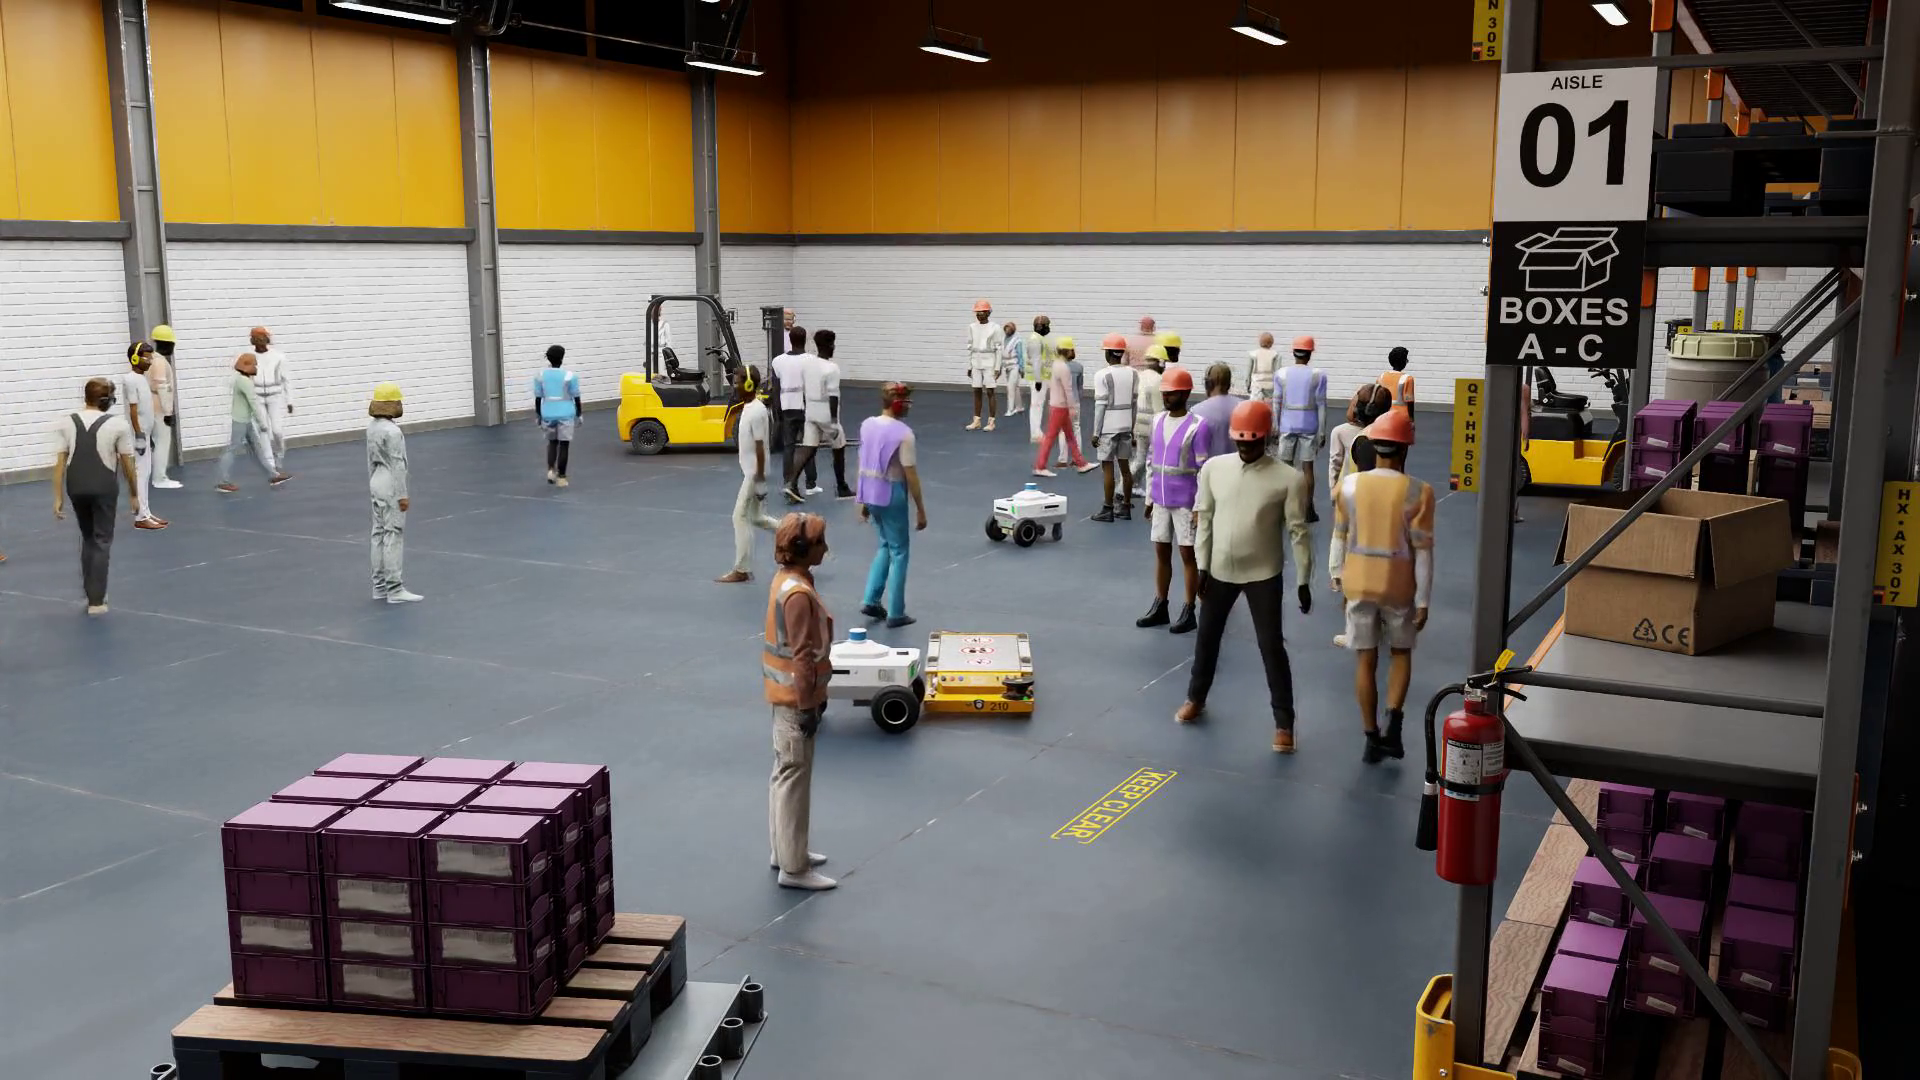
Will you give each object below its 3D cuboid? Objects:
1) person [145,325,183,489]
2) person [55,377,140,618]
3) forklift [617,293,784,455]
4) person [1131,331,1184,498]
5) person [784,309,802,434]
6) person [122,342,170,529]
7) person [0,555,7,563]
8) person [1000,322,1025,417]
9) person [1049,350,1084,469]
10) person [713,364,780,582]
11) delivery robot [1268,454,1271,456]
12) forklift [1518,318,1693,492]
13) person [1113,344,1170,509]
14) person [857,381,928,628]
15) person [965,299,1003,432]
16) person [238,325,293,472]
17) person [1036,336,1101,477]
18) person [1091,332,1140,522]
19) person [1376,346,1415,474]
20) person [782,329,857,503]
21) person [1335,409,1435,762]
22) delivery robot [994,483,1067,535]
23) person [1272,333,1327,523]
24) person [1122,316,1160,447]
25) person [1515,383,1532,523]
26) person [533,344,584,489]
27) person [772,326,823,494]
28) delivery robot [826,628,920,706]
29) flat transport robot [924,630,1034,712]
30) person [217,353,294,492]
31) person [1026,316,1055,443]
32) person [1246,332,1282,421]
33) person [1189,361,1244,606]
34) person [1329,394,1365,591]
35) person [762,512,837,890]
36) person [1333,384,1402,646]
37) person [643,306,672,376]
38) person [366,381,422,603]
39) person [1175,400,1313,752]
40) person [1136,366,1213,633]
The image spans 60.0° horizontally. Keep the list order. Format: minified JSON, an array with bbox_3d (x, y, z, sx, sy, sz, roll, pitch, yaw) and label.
[{"bbox_3d":[-9.310,-1.553,19.468,0.437,1.912,0.591,-5,11,-27],"label":"person"},{"bbox_3d":[-6.554,-0.327,12.643,0.524,1.800,0.693,-1,10,-7],"label":"person"},{"bbox_3d":[-3.588,-2.317,23.042,2.313,2.155,1.214,-1,10,-5],"label":"forklift"},{"bbox_3d":[2.299,-1.401,18.672,0.974,1.880,0.601,-4,11,-23],"label":"person"},{"bbox_3d":[-2.606,-2.534,25.152,0.636,1.902,0.406,-6,12,-32],"label":"person"},{"bbox_3d":[-8.146,-1.038,16.602,0.328,1.865,0.518,-3,10,-17],"label":"person"},{"bbox_3d":[-8.764,-0.742,14.663,0.627,1.941,0.371,9,13,42],"label":"person"},{"bbox_3d":[0.928,-2.894,28.142,0.718,1.588,0.556,-8,12,-38],"label":"person"},{"bbox_3d":[1.359,-1.727,21.248,0.498,1.634,0.284,-6,12,-32],"label":"person"},{"bbox_3d":[-1.653,-0.557,13.910,0.791,1.845,0.513,-1,10,-8],"label":"person"},{"bbox_3d":[3.319,-0.686,18.047,0.477,0.478,0.707,2,9,11],"label":"delivery robot"},{"bbox_3d":[7.066,-1.601,18.899,2.313,2.155,1.214,5,11,27],"label":"forklift"},{"bbox_3d":[2.036,-1.205,17.824,0.861,1.788,0.615,-4,11,-21],"label":"person"},{"bbox_3d":[-0.512,-0.254,12.174,0.451,1.821,0.585,-8,12,-37],"label":"person"},{"bbox_3d":[0.359,-2.687,25.622,0.609,2.044,0.393,7,12,35],"label":"person"},{"bbox_3d":[-8.595,-1.727,20.605,0.588,1.863,0.486,-4,11,-21],"label":"person"},{"bbox_3d":[1.333,-1.625,20.378,0.881,1.718,0.553,-1,10,-7],"label":"person"},{"bbox_3d":[1.570,-1.148,17.017,0.545,1.939,0.354,-7,12,-35],"label":"person"},{"bbox_3d":[4.919,-1.332,18.781,0.319,1.697,0.533,-7,12,-35],"label":"person"},{"bbox_3d":[-1.553,-1.360,18.299,0.609,1.934,0.967,9,13,42],"label":"person"},{"bbox_3d":[2.268,0.260,8.949,0.539,1.916,0.454,4,11,23],"label":"person"},{"bbox_3d":[0.677,-0.297,15.822,0.707,0.478,0.477,-7,12,-36],"label":"delivery robot"},{"bbox_3d":[3.470,-1.142,16.992,0.551,1.932,0.378,4,11,21],"label":"person"},{"bbox_3d":[2.631,-2.267,23.779,0.654,1.856,1.026,2,10,12],"label":"person"},{"bbox_3d":[5.563,-1.057,16.997,0.532,1.765,0.328,6,12,33],"label":"person"},{"bbox_3d":[-4.681,-1.445,19.463,0.548,1.679,0.414,1,10,6],"label":"person"},{"bbox_3d":[-1.837,-1.468,18.925,0.593,1.920,0.391,2,10,11],"label":"person"},{"bbox_3d":[-0.594,0.759,9.707,0.707,0.478,0.477,0,10,3],"label":"delivery robot"},{"bbox_3d":[0.120,0.809,10.510,0.652,0.197,1.431,0,10,1],"label":"flat transport robot"},{"bbox_3d":[-8.208,-1.356,19.232,0.897,1.587,0.514,-5,11,-28],"label":"person"},{"bbox_3d":[1.176,-2.333,24.189,0.429,1.841,0.638,1,10,7],"label":"person"},{"bbox_3d":[4.427,-2.234,24.273,0.509,1.600,0.820,2,10,10],"label":"person"},{"bbox_3d":[1.970,-0.419,12.833,0.642,1.921,0.434,-5,11,-27],"label":"person"},{"bbox_3d":[3.243,-0.395,13.541,0.502,1.631,0.286,-2,10,-10],"label":"person"},{"bbox_3d":[-0.702,0.692,7.239,0.310,1.636,0.522,-2,10,-12],"label":"person"},{"bbox_3d":[2.852,-0.172,11.641,0.429,1.847,0.627,6,11,29],"label":"person"},{"bbox_3d":[-5.184,-3.088,28.408,0.584,1.882,0.345,6,11,30],"label":"person"},{"bbox_3d":[-4.487,-0.379,13.131,0.320,1.742,0.492,-9,13,-41],"label":"person"},{"bbox_3d":[1.603,0.171,9.382,0.767,1.959,0.531,6,11,30],"label":"person"},{"bbox_3d":[1.553,-0.294,12.073,0.542,1.939,0.363,10,14,44],"label":"person"}]
